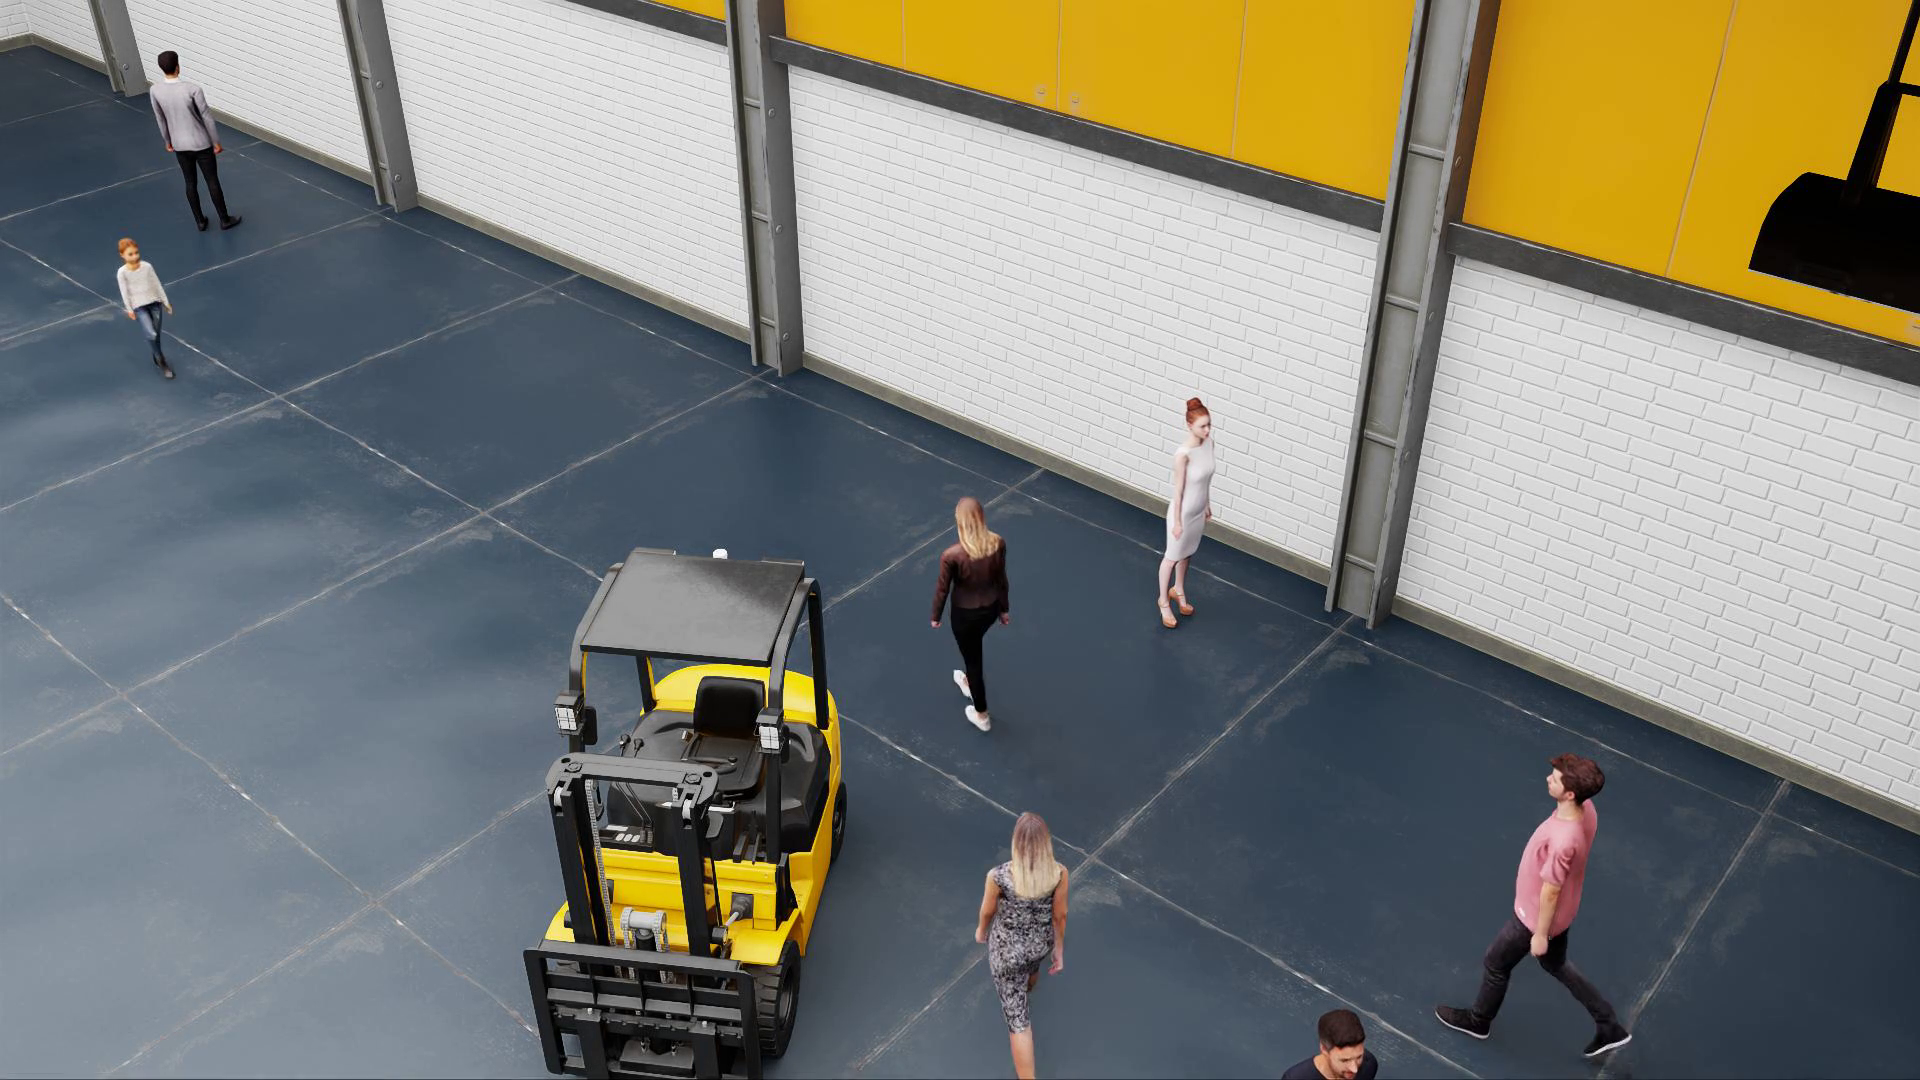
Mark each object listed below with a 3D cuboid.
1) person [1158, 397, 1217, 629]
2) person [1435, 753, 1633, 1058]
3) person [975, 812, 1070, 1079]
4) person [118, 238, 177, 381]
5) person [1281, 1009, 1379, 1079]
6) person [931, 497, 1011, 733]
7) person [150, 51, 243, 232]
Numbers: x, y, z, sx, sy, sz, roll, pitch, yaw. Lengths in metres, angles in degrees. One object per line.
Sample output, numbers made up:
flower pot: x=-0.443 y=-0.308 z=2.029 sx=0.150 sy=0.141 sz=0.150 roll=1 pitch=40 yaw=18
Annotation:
person: x=1.588 y=-0.184 z=11.607 sx=0.505 sy=1.789 sz=0.579 roll=27 pitch=42 yaw=35
person: x=3.042 y=1.900 z=8.349 sx=1.228 sy=1.927 sz=0.776 roll=18 pitch=38 yaw=25
person: x=0.322 y=2.125 z=8.258 sx=1.023 sy=1.652 sz=1.203 roll=-8 pitch=34 yaw=-11
person: x=-7.342 y=-2.113 z=14.952 sx=0.687 sy=1.300 sz=0.487 roll=25 pitch=41 yaw=32
person: x=1.544 y=2.697 z=7.201 sx=0.716 sy=1.870 sz=0.693 roll=-14 pitch=36 yaw=-20
person: x=0.131 y=0.522 z=10.640 sx=0.796 sy=1.685 sz=0.929 roll=-18 pitch=38 yaw=-25
person: x=-8.106 y=-4.197 z=17.525 sx=0.816 sy=1.923 sz=0.894 roll=0 pitch=34 yaw=-1
